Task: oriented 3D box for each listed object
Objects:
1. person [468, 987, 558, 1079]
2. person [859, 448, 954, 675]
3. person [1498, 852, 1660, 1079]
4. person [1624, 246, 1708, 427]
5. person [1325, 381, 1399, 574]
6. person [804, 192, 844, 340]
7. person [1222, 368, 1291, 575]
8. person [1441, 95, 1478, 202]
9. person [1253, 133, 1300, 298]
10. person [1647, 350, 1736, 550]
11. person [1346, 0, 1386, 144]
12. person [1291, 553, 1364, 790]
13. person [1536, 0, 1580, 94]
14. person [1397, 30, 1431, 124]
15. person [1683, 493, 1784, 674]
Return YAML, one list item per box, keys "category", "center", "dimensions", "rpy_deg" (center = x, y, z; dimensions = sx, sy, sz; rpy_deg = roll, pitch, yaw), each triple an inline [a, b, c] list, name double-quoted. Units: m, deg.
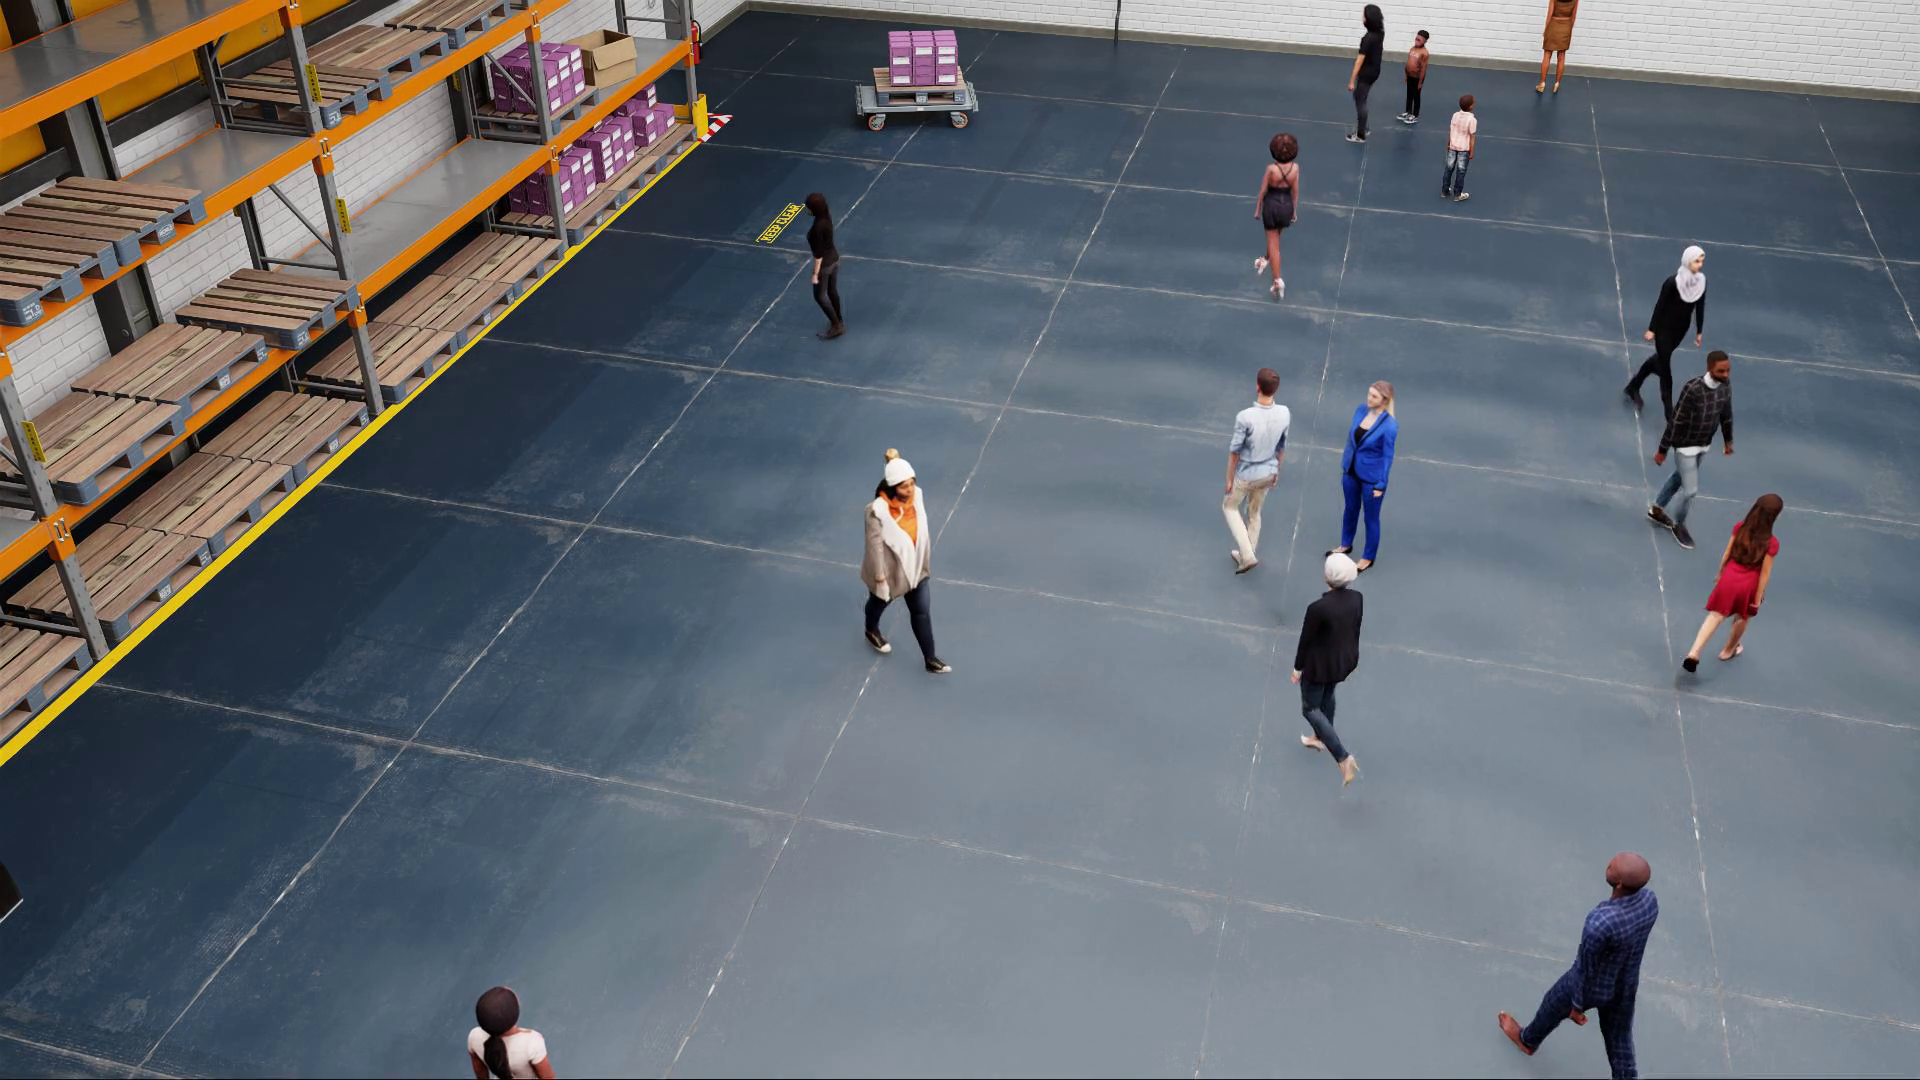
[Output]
- category: "person"
  center: [-2.203, 2.877, 8.390]
  dimensions: [0.577, 1.740, 0.506]
  rpy_deg: [7, 34, 11]
- category: "person"
  center: [-0.536, 0.130, 12.432]
  dimensions: [1.205, 1.842, 1.177]
  rpy_deg: [-25, 41, -32]
- category: "person"
  center: [3.563, 2.434, 9.028]
  dimensions: [1.132, 1.772, 1.234]
  rpy_deg: [-16, 37, -22]
- category: "person"
  center: [6.639, -1.966, 15.685]
  dimensions: [1.016, 1.732, 1.260]
  rpy_deg: [-9, 35, -13]
- category: "person"
  center: [3.315, -0.532, 13.556]
  dimensions: [0.752, 1.701, 0.705]
  rpy_deg: [-20, 39, -28]
- category: "person"
  center: [-1.352, -2.841, 17.106]
  dimensions: [0.835, 1.616, 0.496]
  rpy_deg: [17, 37, 24]
- category: "person"
  center: [2.401, -0.478, 13.357]
  dimensions: [0.859, 1.830, 0.935]
  rpy_deg: [-11, 35, -16]
- category: "person"
  center: [6.115, -4.815, 20.355]
  dimensions: [0.613, 1.307, 0.589]
  rpy_deg: [-29, 43, -36]
- category: "person"
  center: [3.441, -3.457, 17.924]
  dimensions: [0.923, 1.736, 1.147]
  rpy_deg: [-8, 34, -12]
- category: "person"
  center: [6.045, -0.832, 13.927]
  dimensions: [1.021, 1.790, 1.074]
  rpy_deg: [-18, 38, -25]
- category: "person"
  center: [5.409, -6.100, 21.817]
  dimensions: [0.821, 1.829, 0.678]
  rpy_deg: [24, 40, 31]
- category: "person"
  center: [2.574, 0.893, 11.264]
  dimensions: [1.092, 1.776, 1.071]
  rpy_deg: [-16, 37, -23]
- category: "person"
  center: [8.492, -7.201, 23.601]
  dimensions: [0.597, 1.687, 0.566]
  rpy_deg: [2, 34, 3]
- category: "person"
  center: [6.229, -6.338, 22.693]
  dimensions: [0.649, 1.255, 0.576]
  rpy_deg: [-15, 36, -21]
- category: "person"
  center: [5.773, 0.343, 12.392]
  dimensions: [1.024, 1.531, 0.876]
  rpy_deg: [-24, 41, -32]
